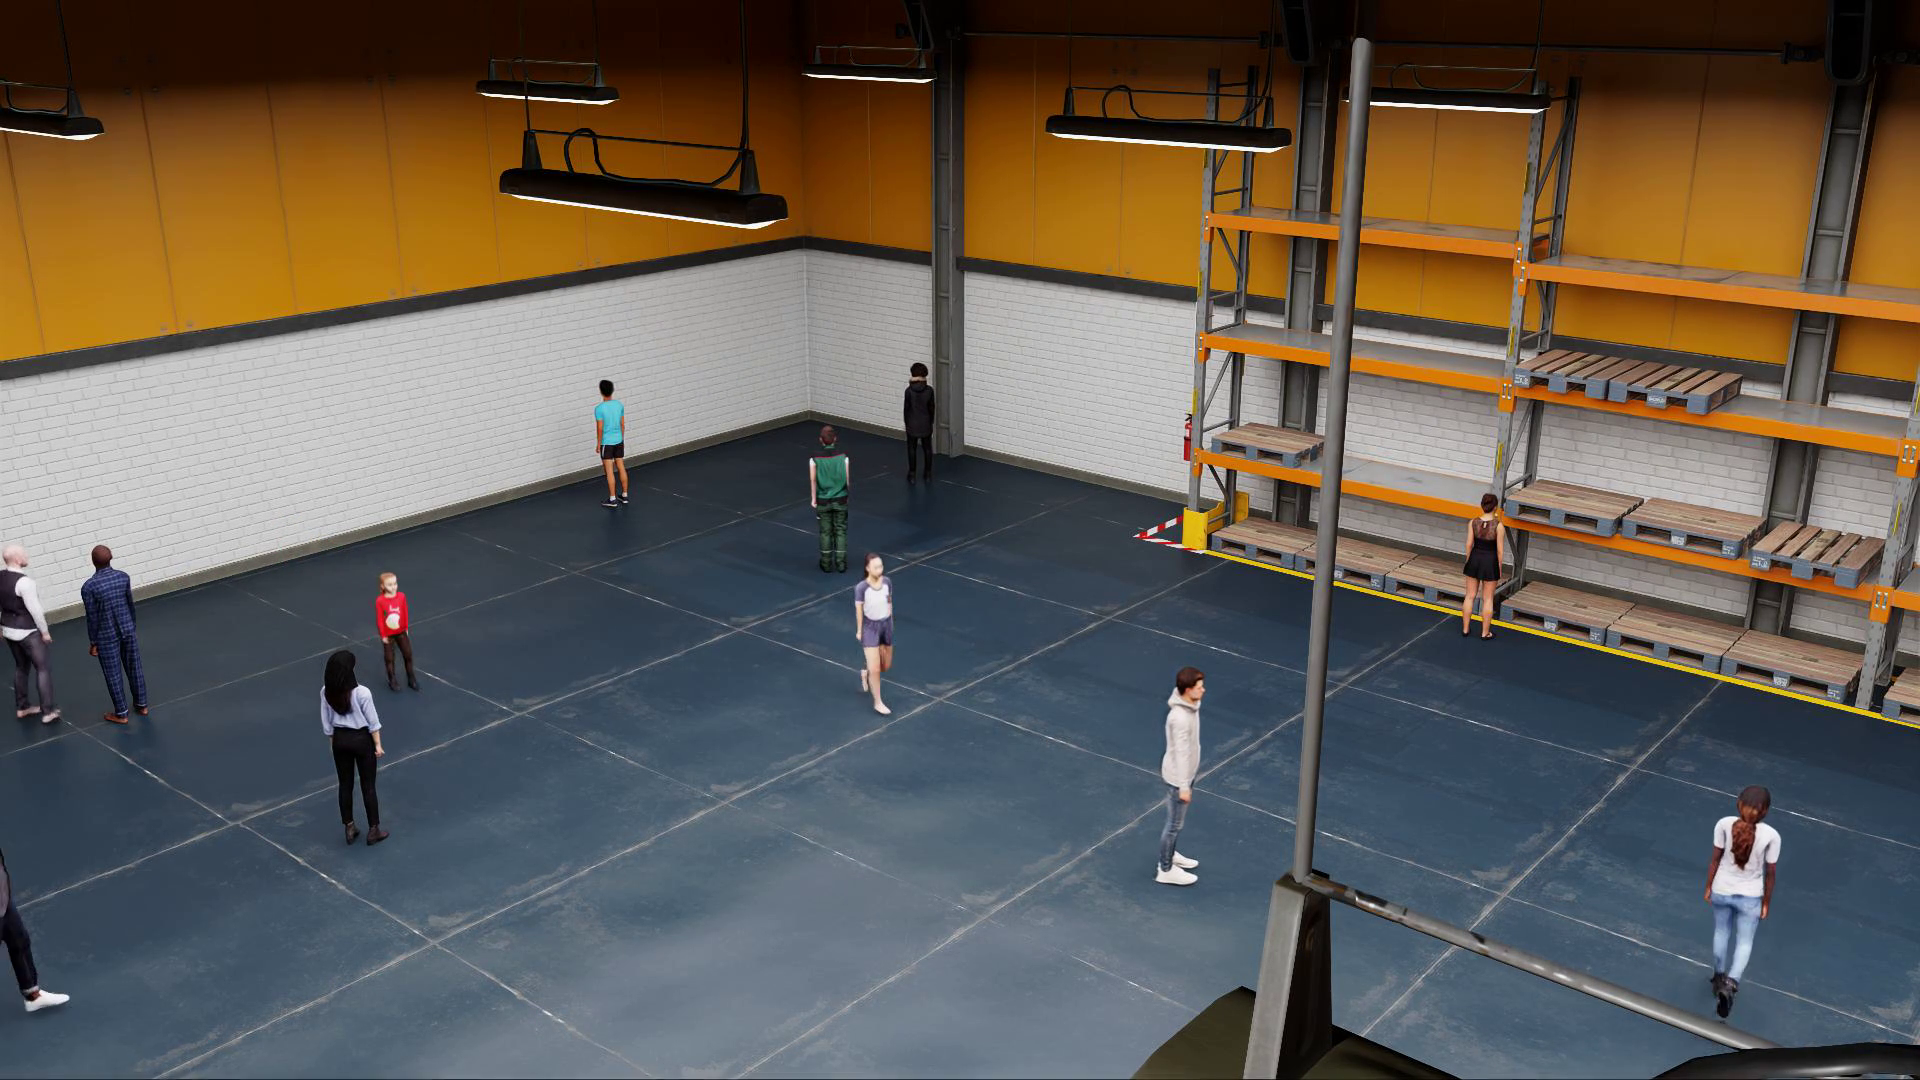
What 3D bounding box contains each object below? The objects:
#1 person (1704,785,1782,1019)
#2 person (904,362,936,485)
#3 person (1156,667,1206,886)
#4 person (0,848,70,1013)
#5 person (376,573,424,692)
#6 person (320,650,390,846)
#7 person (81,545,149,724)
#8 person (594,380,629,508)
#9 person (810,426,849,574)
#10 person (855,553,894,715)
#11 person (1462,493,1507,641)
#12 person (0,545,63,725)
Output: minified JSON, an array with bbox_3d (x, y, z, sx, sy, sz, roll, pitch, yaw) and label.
[{"bbox_3d":[5.452,2.546,11.686,0.914,1.703,0.718,11,22,30],"label":"person"},{"bbox_3d":[-0.590,-1.699,24.178,0.720,1.774,0.762,-4,19,-12],"label":"person"},{"bbox_3d":[1.768,1.882,13.424,0.733,1.851,0.745,5,19,15],"label":"person"},{"bbox_3d":[-6.837,2.563,11.500,1.143,1.789,1.181,-6,19,-16],"label":"person"},{"bbox_3d":[-5.871,0.938,17.141,0.559,1.269,0.712,-14,23,-37],"label":"person"},{"bbox_3d":[-5.116,1.740,14.014,0.684,1.744,0.799,2,19,7],"label":"person"},{"bbox_3d":[-8.320,0.905,16.375,0.649,1.819,0.691,11,21,29],"label":"person"},{"bbox_3d":[-4.845,-1.355,23.154,0.508,1.775,0.625,16,25,40],"label":"person"},{"bbox_3d":[-1.591,-0.505,20.535,0.719,1.835,0.770,-3,19,-7],"label":"person"},{"bbox_3d":[-0.887,0.911,16.649,0.711,1.632,0.913,-13,23,-35],"label":"person"},{"bbox_3d":[5.799,0.282,18.453,0.511,1.674,0.646,13,23,34],"label":"person"},{"bbox_3d":[-9.166,0.935,16.296,0.635,1.812,0.824,6,20,17],"label":"person"}]
